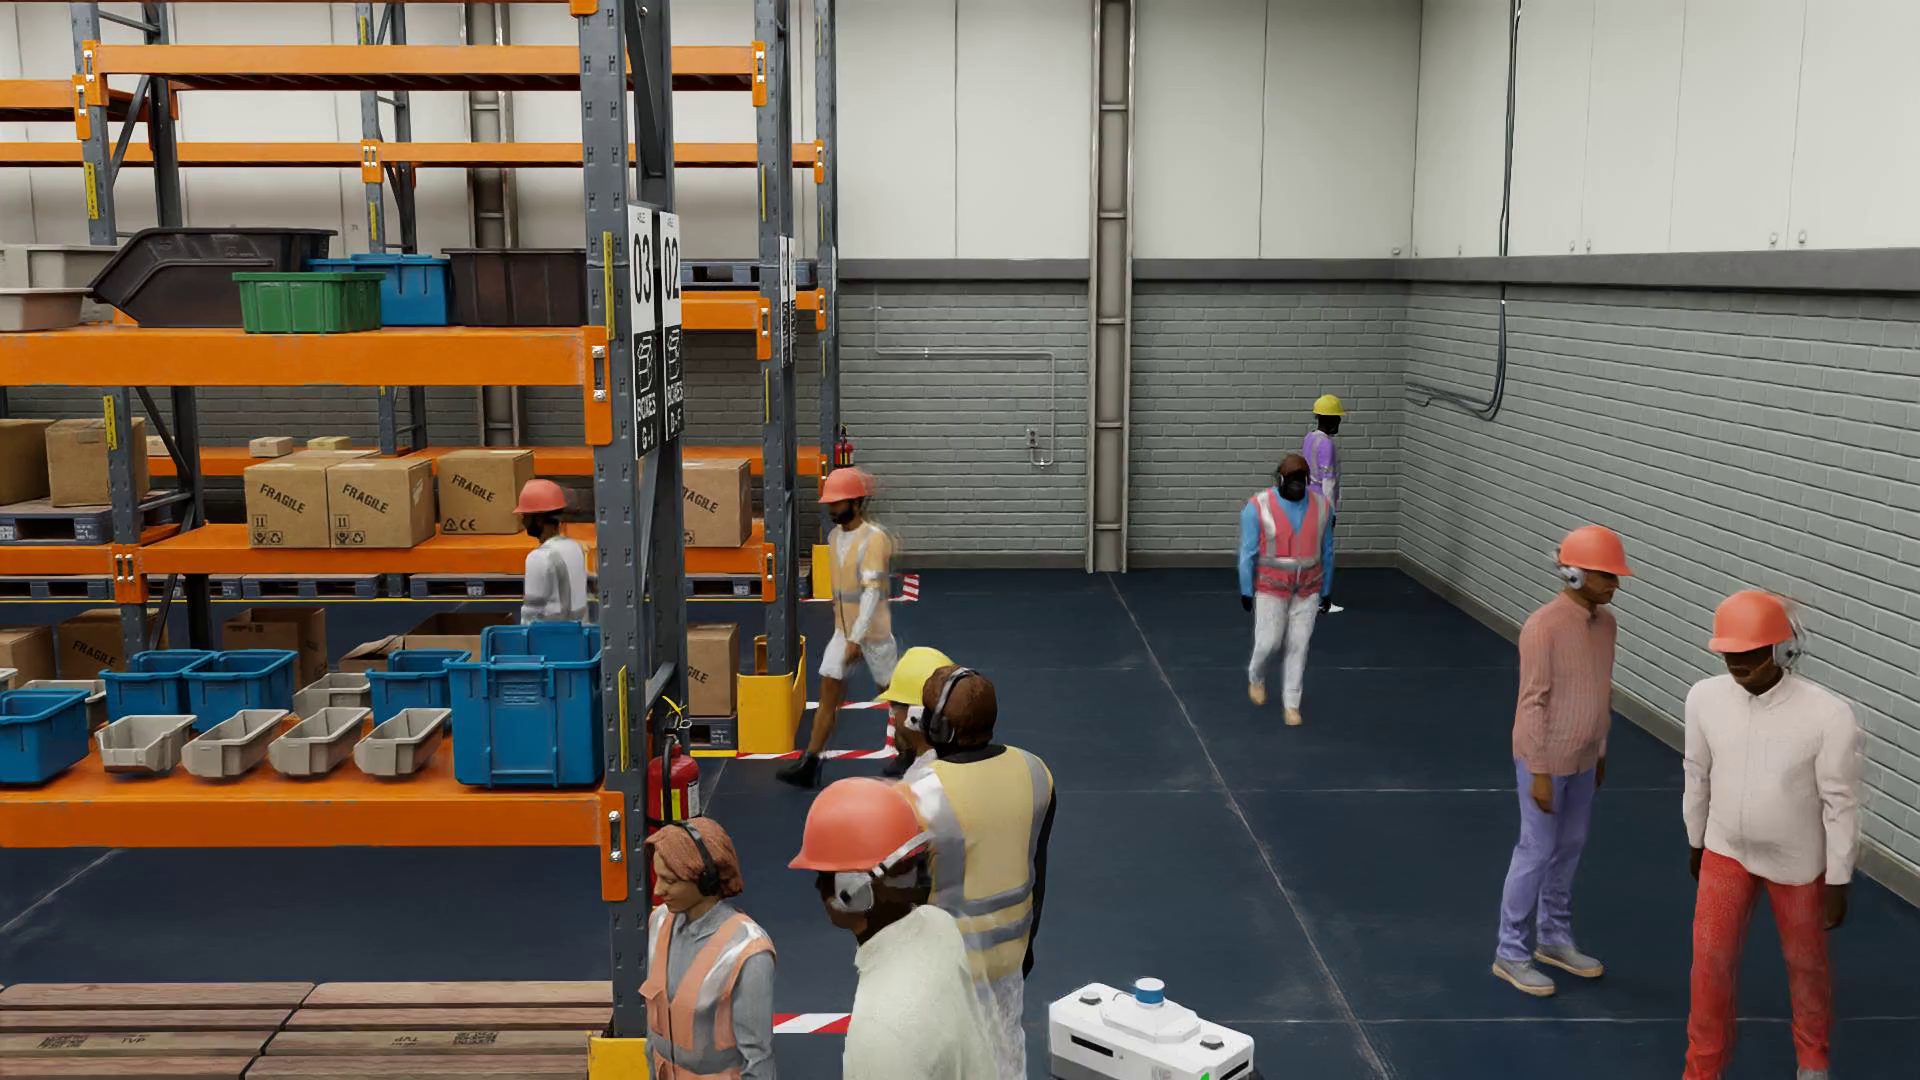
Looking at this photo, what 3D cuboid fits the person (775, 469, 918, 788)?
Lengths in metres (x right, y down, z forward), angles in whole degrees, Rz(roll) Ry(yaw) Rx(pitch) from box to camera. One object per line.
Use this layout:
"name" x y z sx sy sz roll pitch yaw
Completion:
"person" -0.614 0.514 9.751 1.025 1.875 0.560 -9 13 -44

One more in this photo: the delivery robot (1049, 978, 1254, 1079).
"delivery robot" 0.657 1.774 5.804 0.707 0.478 0.477 8 12 41

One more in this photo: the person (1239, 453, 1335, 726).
"person" 2.177 0.316 11.141 0.640 1.826 0.521 -1 9 -7

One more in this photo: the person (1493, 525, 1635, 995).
"person" 2.571 0.913 7.007 0.624 1.982 0.427 -7 11 -36

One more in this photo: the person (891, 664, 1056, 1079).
"person" -0.006 1.287 5.139 0.626 1.846 0.429 -8 12 -40

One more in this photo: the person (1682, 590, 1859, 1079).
"person" 2.900 1.116 5.960 0.745 1.941 0.626 -9 13 -43

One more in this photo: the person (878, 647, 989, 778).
"person" -0.061 1.261 5.363 0.452 1.829 0.711 3 10 16

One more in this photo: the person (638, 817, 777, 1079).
"person" -0.654 1.515 4.388 0.324 1.630 0.524 -9 13 -43

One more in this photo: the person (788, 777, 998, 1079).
"person" -0.047 1.477 3.607 0.639 1.963 0.649 0 9 2

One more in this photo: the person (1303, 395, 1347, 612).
"person" 3.221 -0.325 14.767 0.366 1.926 0.593 -1 9 -5
